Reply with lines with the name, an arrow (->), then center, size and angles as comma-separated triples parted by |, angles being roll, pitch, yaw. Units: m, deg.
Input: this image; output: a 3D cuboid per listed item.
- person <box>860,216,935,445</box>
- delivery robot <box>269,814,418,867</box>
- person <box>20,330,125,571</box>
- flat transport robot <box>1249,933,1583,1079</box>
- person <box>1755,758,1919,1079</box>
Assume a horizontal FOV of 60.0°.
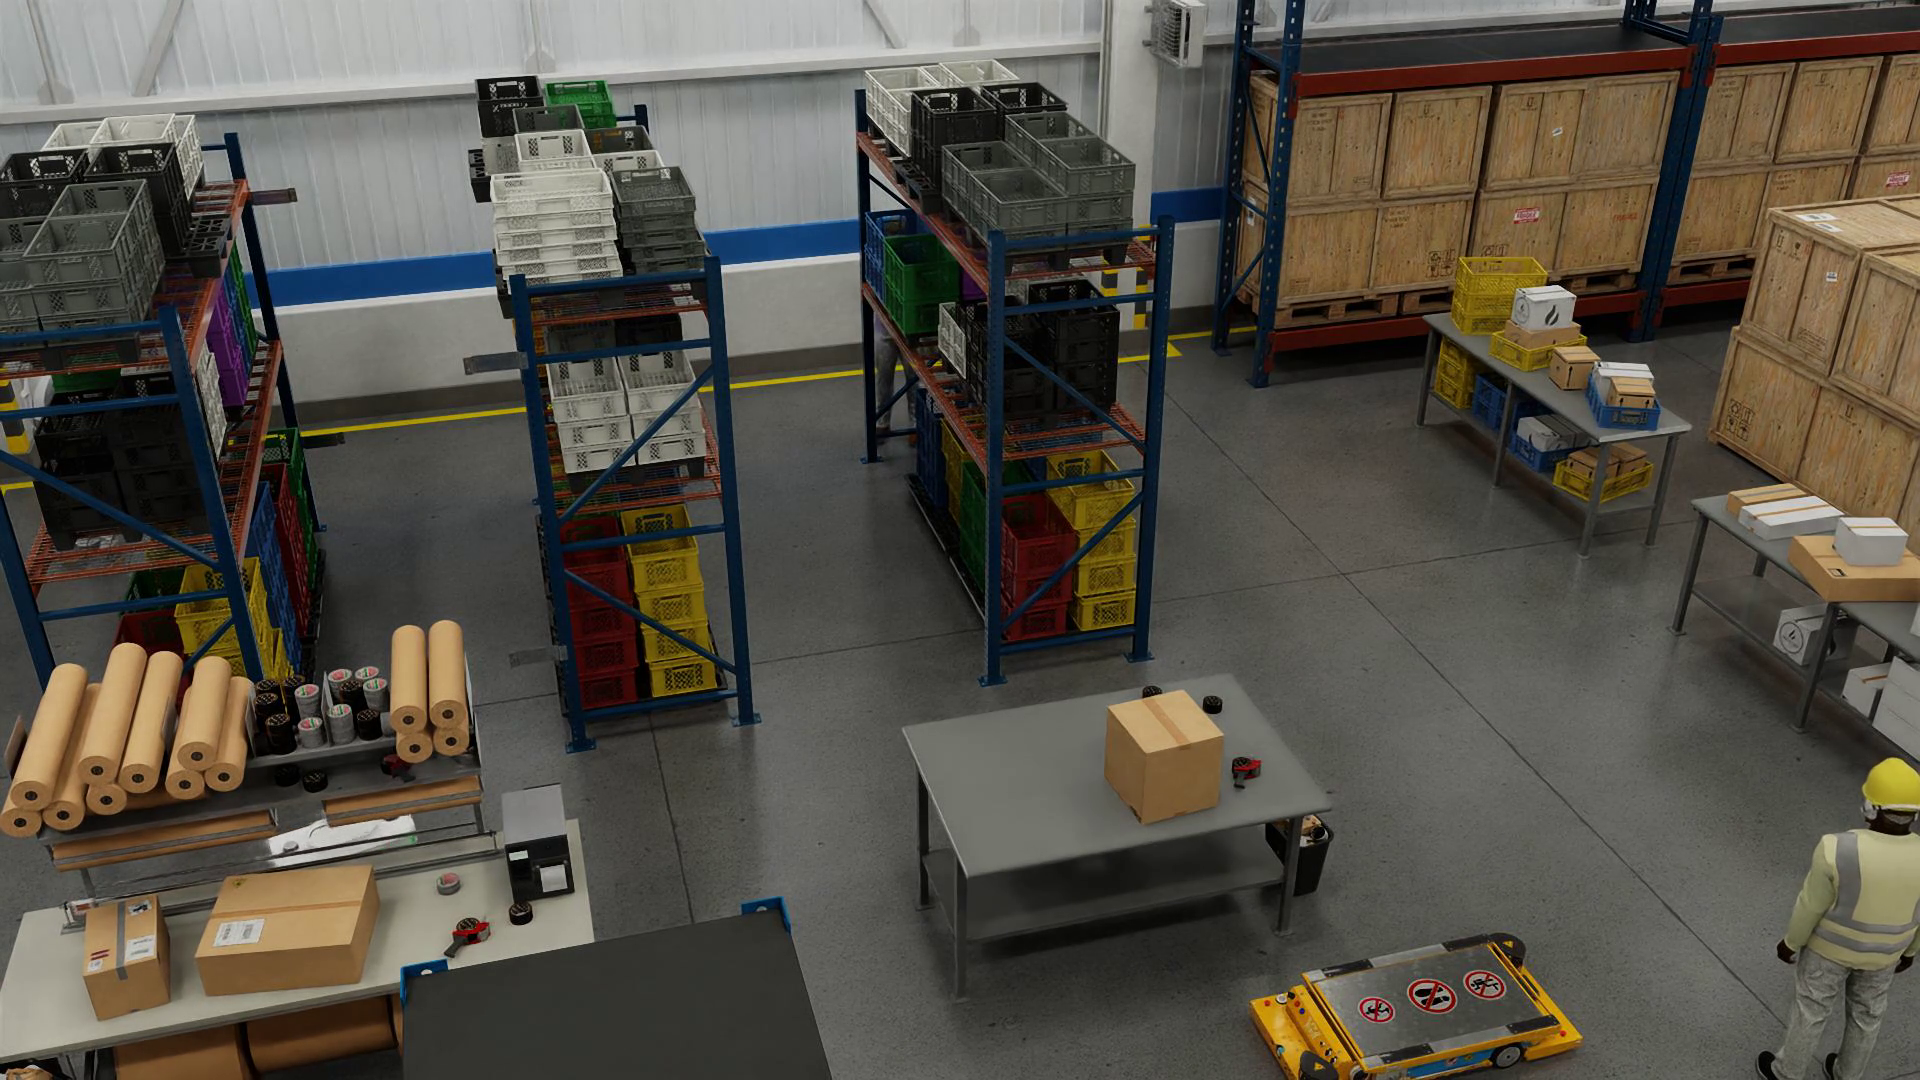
person -> -0.496, -1.697, 13.503 | 0.635, 1.937, 0.352 | 4, 29, 7
delivery robot -> -3.252, 1.624, 8.792 | 0.707, 0.478, 0.477 | -15, 32, -26
person -> -6.273, -0.652, 11.658 | 0.572, 1.883, 0.358 | 19, 34, 31
flat transport robot -> 2.184, 2.282, 7.980 | 1.431, 0.197, 0.652 | -8, 30, -14
person -> 3.937, 1.752, 7.343 | 0.589, 1.825, 0.403 | 3, 29, 5
